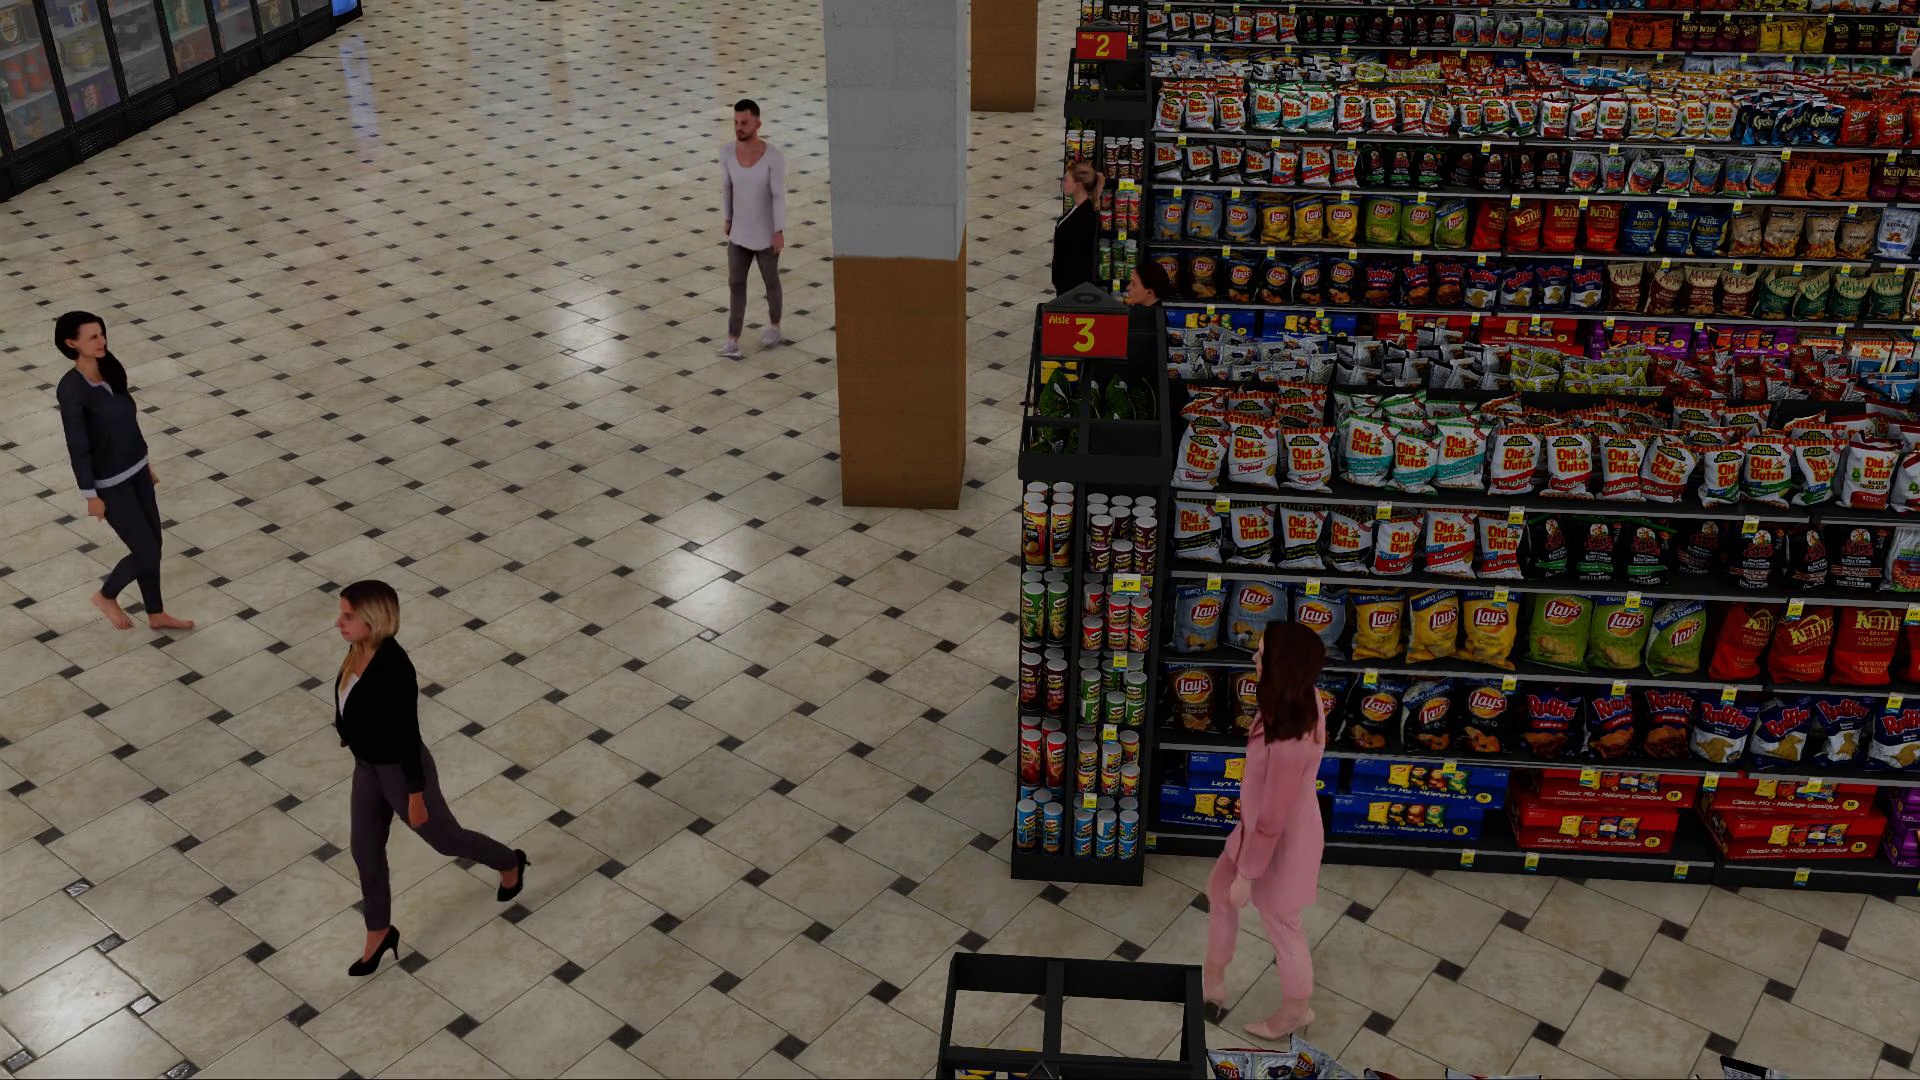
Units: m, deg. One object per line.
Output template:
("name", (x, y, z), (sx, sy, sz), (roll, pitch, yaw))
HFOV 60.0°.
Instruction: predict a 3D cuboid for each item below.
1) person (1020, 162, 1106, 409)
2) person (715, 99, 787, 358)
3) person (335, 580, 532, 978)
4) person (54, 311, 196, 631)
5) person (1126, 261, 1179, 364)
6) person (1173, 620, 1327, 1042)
("person", (0.815, -1.566, 10.726), (0.960, 1.674, 0.646), (0, 29, 0))
("person", (-1.414, -2.227, 11.790), (0.987, 1.814, 0.901), (9, 30, 17))
("person", (-2.025, 0.881, 6.284), (1.062, 1.636, 1.033), (-25, 37, -38))
("person", (-4.290, -0.303, 8.320), (0.696, 1.763, 0.633), (2, 29, 3))
("person", (1.019, -0.703, 9.099), (0.620, 1.719, 0.679), (-2, 29, -4))
("person", (1.189, 1.075, 5.775), (0.818, 1.783, 0.672), (5, 29, 9))
